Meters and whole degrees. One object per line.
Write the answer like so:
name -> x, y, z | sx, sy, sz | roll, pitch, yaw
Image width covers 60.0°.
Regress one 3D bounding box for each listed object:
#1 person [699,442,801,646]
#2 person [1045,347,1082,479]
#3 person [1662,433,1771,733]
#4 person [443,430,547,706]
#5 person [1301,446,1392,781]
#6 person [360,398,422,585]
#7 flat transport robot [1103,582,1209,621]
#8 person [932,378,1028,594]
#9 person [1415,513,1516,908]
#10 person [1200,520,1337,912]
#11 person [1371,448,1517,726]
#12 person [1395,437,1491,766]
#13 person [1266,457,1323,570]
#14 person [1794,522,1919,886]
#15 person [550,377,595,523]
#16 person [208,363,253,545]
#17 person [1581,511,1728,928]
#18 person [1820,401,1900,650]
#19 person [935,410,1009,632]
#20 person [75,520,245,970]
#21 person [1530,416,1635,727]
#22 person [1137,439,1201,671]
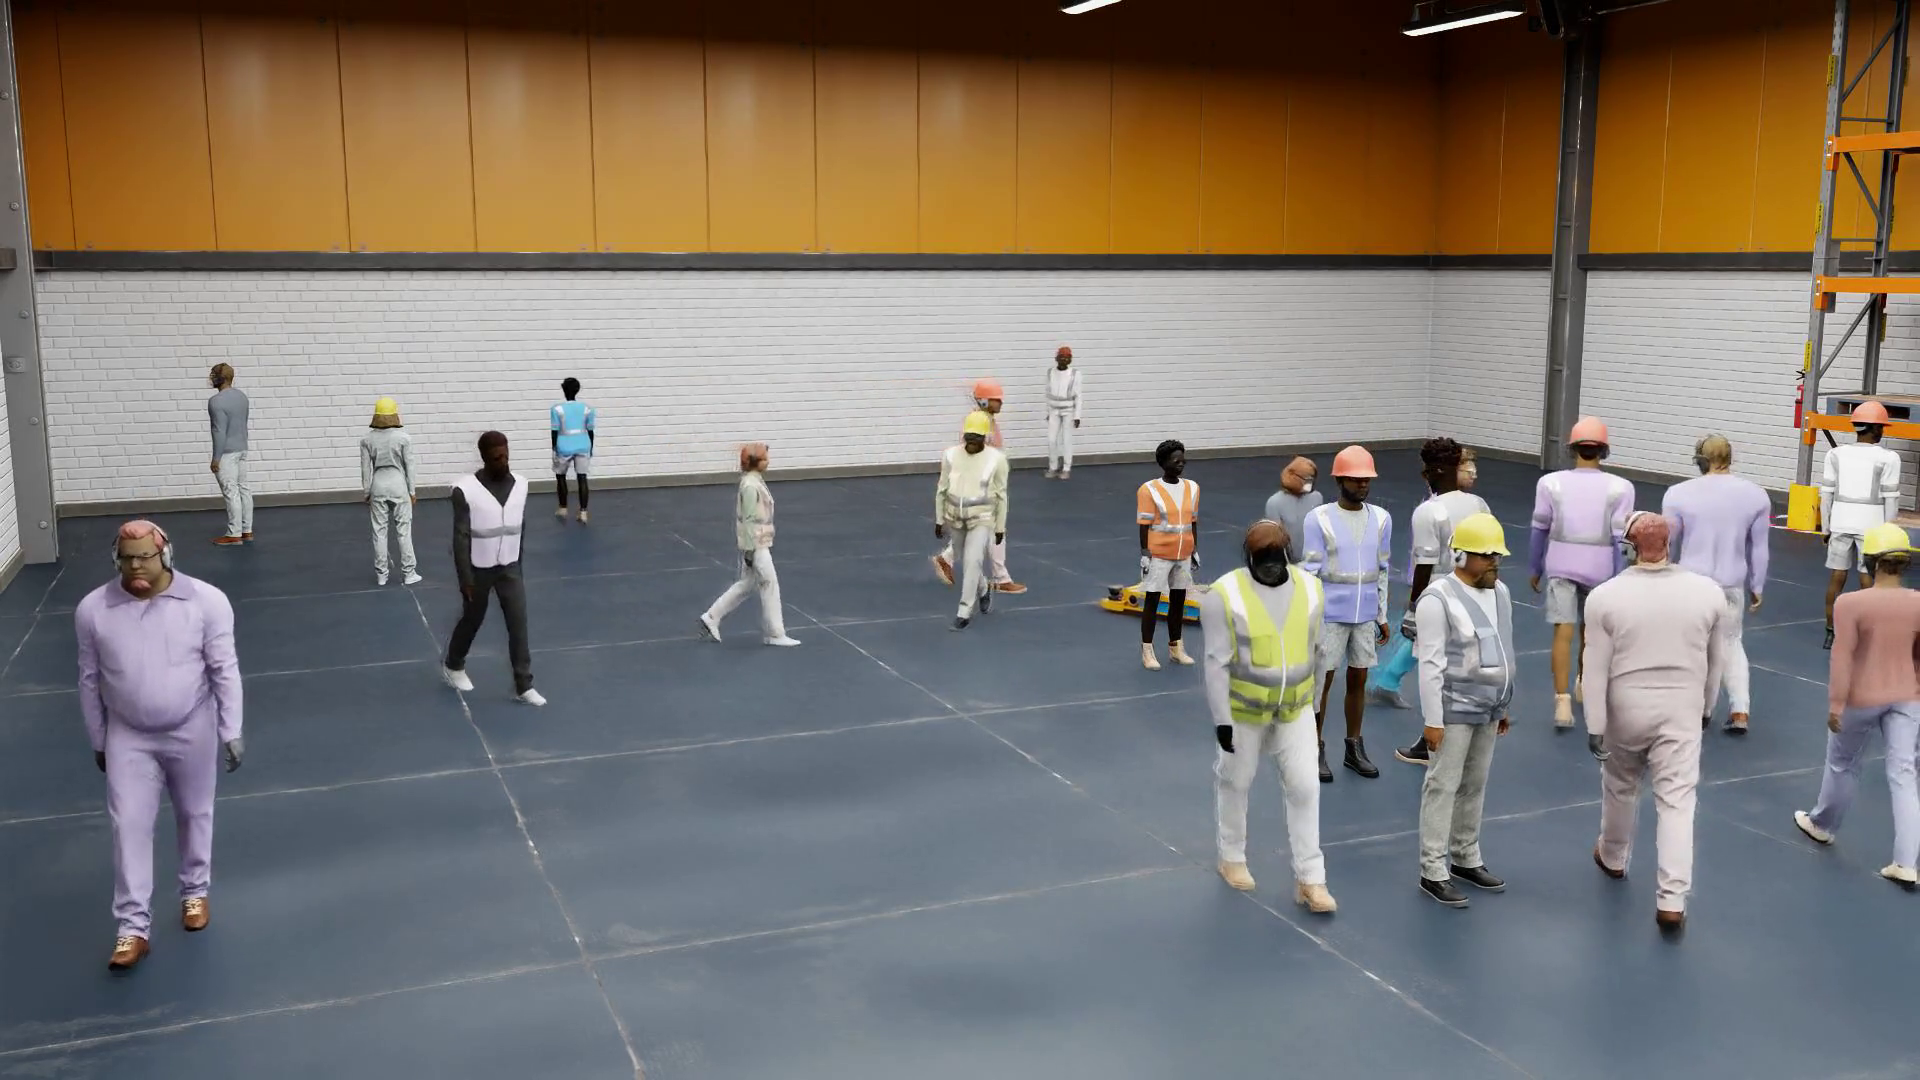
person -> -1.654, 0.034, 12.926 | 0.740, 1.614, 0.523 | -1, 9, -4
person -> 1.444, -1.752, 23.024 | 0.596, 1.847, 0.538 | 4, 10, 25
person -> 4.732, 0.288, 10.515 | 0.667, 1.915, 0.504 | 1, 9, 7
person -> -3.240, 0.165, 11.372 | 0.991, 1.875, 0.606 | 8, 12, 41
person -> 2.234, 0.421, 9.590 | 0.545, 1.942, 0.353 | -2, 10, -14
person -> -5.304, -0.453, 15.482 | 0.485, 1.744, 0.308 | -1, 9, -4
flat transport robot -> 1.975, 0.527, 14.000 | 1.431, 0.197, 0.652 | 8, 12, 41
person -> 0.171, -0.494, 15.069 | 0.851, 1.967, 0.624 | 2, 10, 12
person -> 2.370, 0.778, 7.762 | 0.596, 1.830, 0.404 | -7, 12, -38
person -> 1.442, 0.809, 7.680 | 0.638, 1.798, 0.843 | -2, 10, -11
person -> 3.160, 0.283, 10.863 | 0.946, 1.805, 0.593 | 4, 10, 23
person -> 2.859, 0.365, 9.876 | 0.603, 1.959, 0.374 | -7, 12, -36
person -> 2.449, 0.182, 12.082 | 0.514, 1.580, 0.829 | -3, 10, -19
person -> 4.498, 0.768, 8.166 | 0.546, 1.712, 0.927 | 0, 9, 0
person -> -4.521, -1.052, 19.320 | 0.546, 1.670, 0.690 | -5, 11, -28
person -> -7.773, -0.913, 17.685 | 0.367, 1.940, 0.634 | 1, 9, 3
person -> 3.172, 0.791, 7.650 | 0.643, 1.851, 1.047 | 2, 10, 12
person -> 6.881, -0.092, 12.729 | 0.376, 1.933, 0.545 | -8, 12, -40
person -> 0.123, -0.186, 13.714 | 0.601, 1.797, 0.822 | 4, 10, 25
person -> -3.430, 0.858, 7.142 | 0.663, 1.870, 0.899 | -3, 10, -19
person -> 4.025, 0.196, 10.819 | 0.621, 1.995, 1.060 | 4, 10, 21
person -> 1.536, 0.106, 12.230 | 0.537, 1.700, 0.317 | -5, 11, -27
